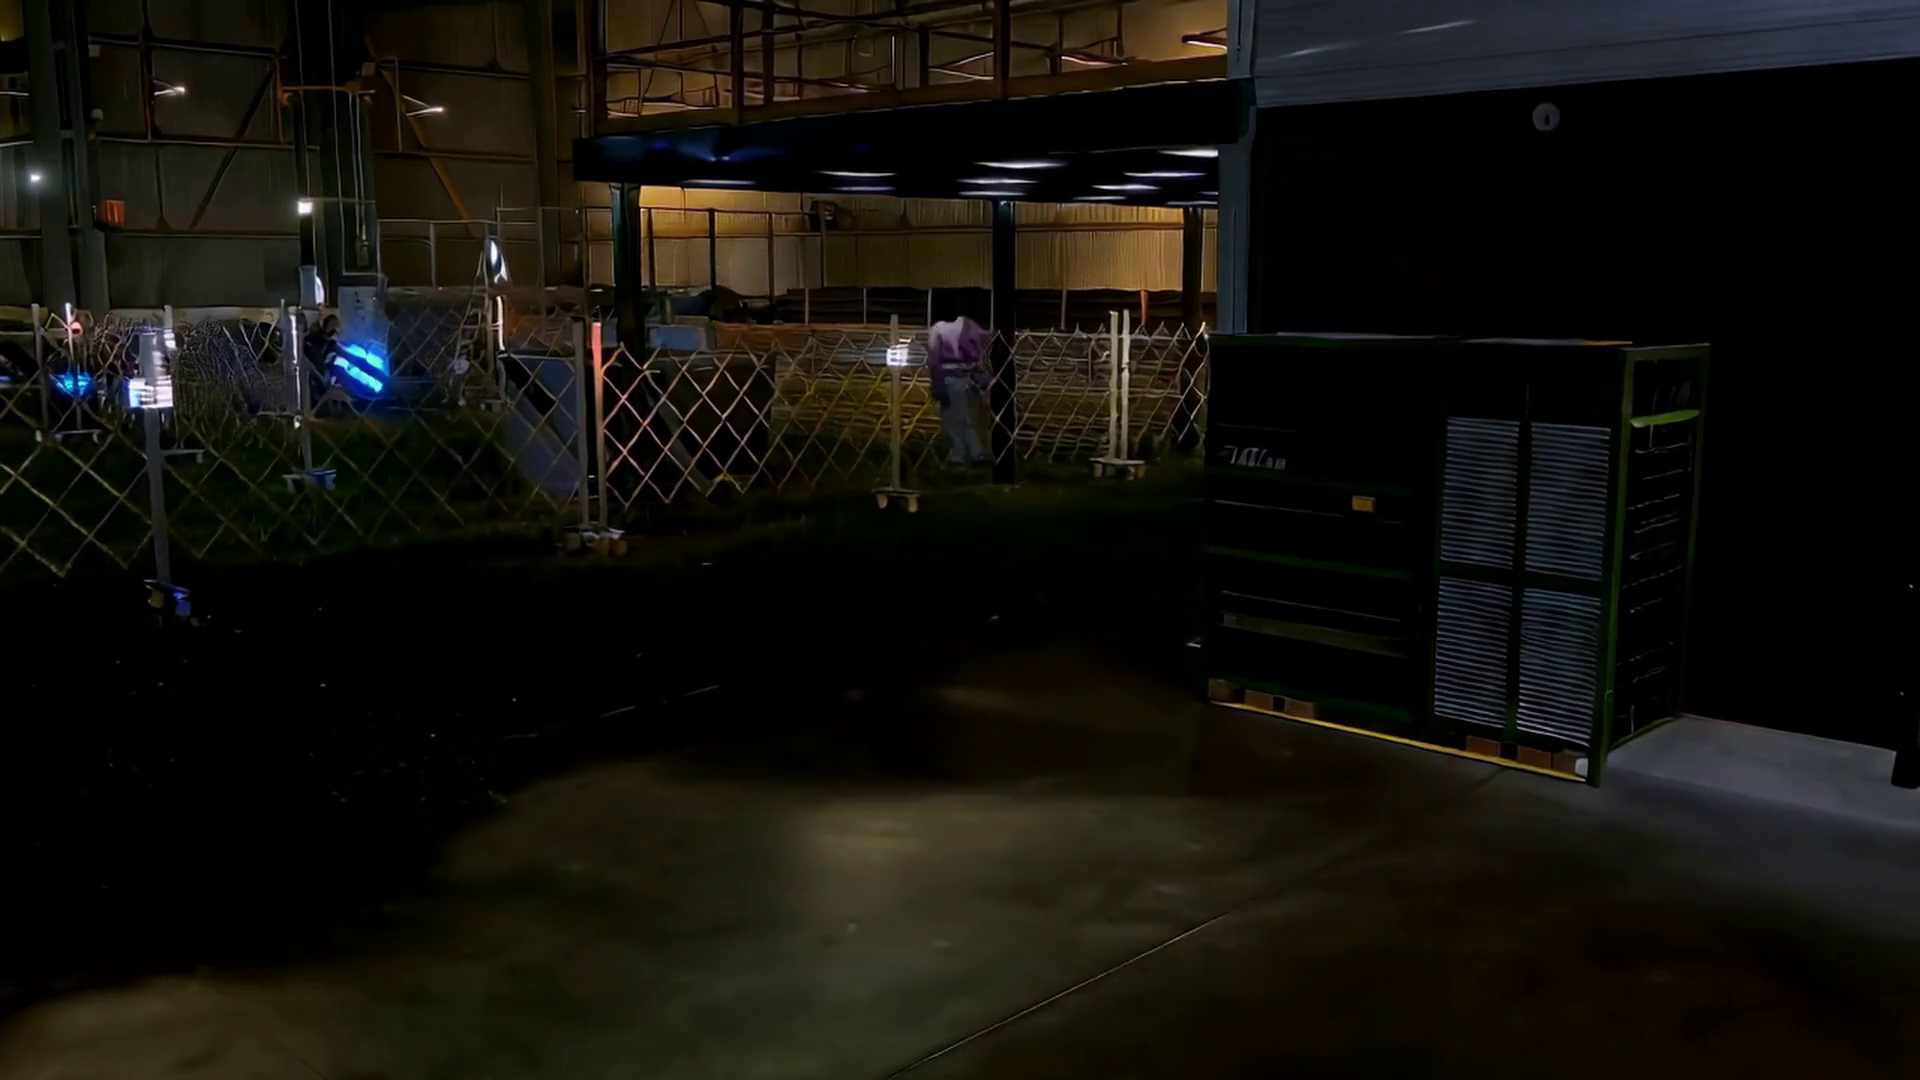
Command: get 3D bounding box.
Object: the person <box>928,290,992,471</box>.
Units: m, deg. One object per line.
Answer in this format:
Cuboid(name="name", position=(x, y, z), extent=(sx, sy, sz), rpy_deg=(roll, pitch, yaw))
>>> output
Cuboid(name="person", position=(0.028, -1.611, 16.989), extent=(0.750, 1.860, 0.372), rpy_deg=(3, 10, 20))
